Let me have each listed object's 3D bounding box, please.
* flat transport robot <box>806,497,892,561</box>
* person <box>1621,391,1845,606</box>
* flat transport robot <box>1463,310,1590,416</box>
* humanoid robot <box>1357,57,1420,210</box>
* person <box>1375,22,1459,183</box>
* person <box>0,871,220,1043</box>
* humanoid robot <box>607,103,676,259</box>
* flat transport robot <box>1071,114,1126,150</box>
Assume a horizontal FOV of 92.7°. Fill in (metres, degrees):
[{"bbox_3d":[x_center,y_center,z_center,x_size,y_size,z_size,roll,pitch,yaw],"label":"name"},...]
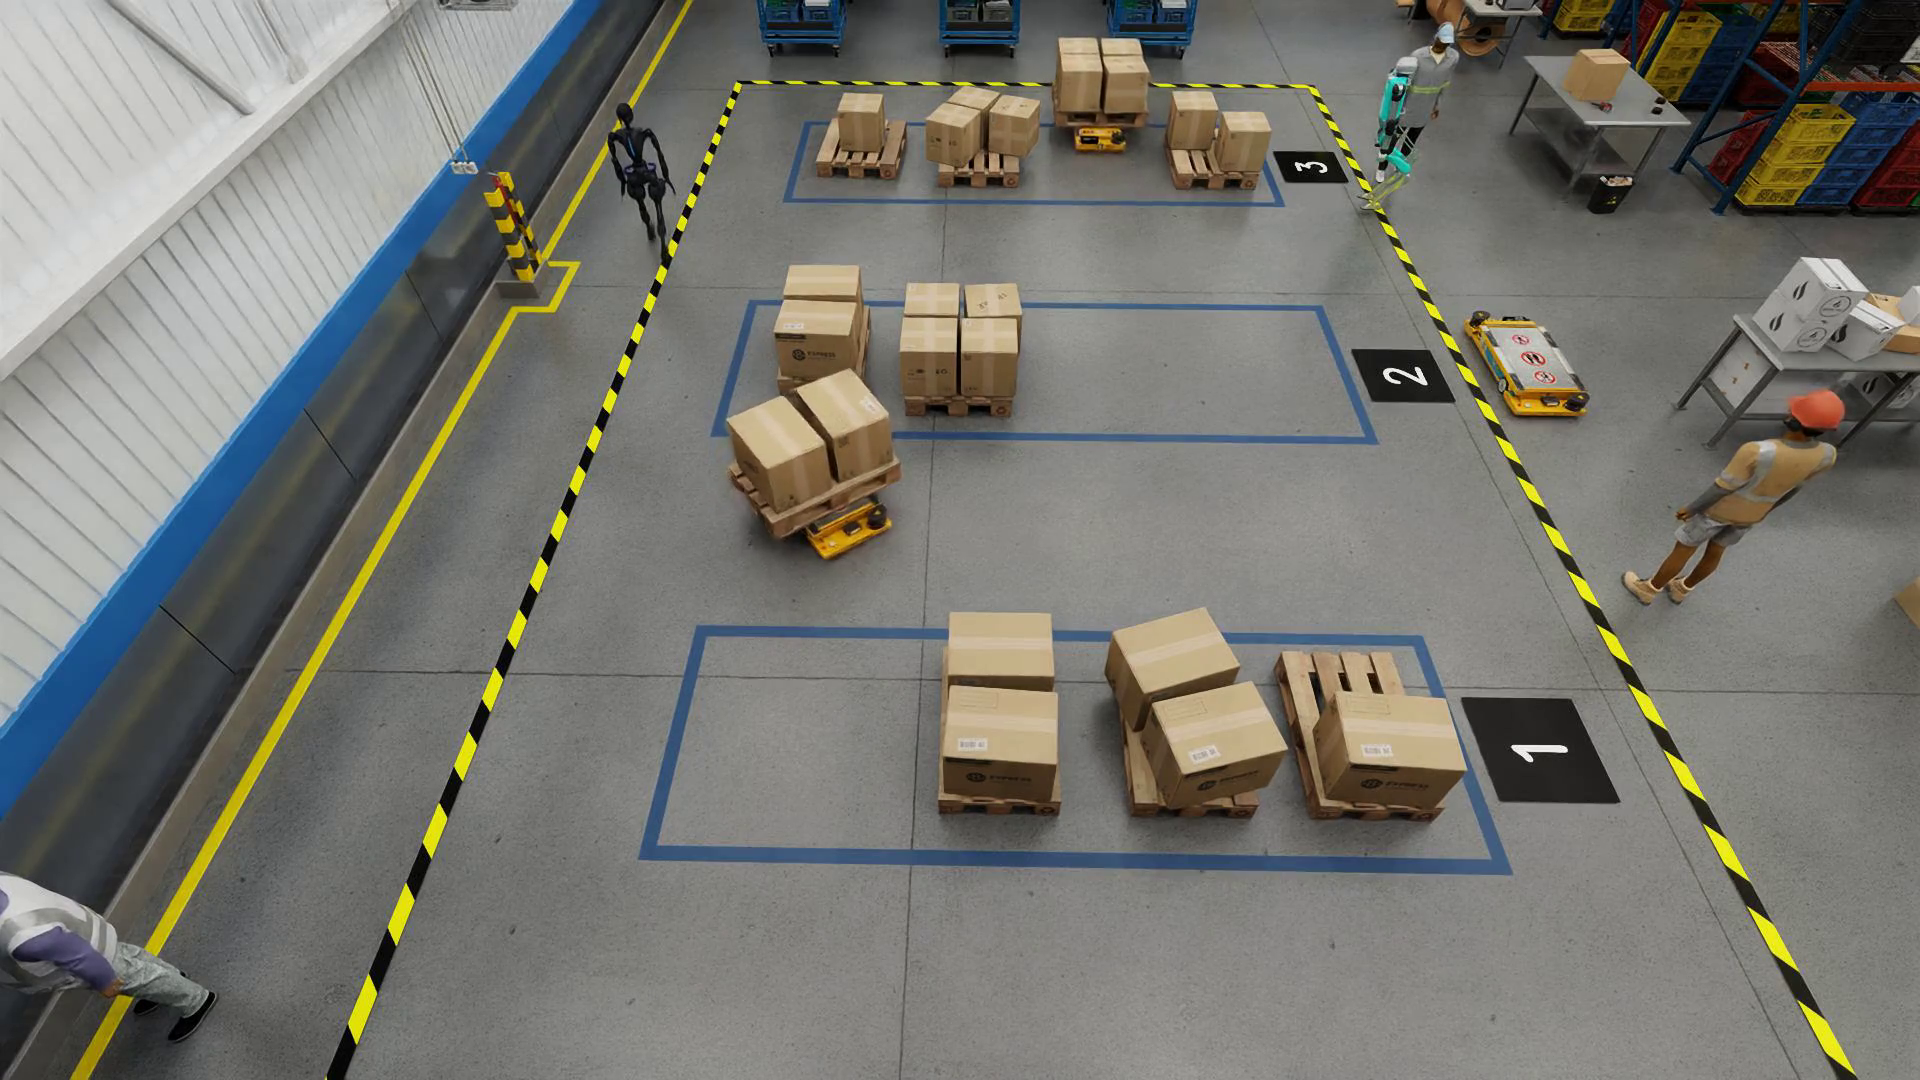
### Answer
[{"bbox_3d":[-1.245,-0.466,7.918,0.652,0.197,1.431,-28,55,-22],"label":"flat transport robot"},{"bbox_3d":[5.533,-0.250,6.575,0.605,2.048,0.366,0,49,0],"label":"person"},{"bbox_3d":[5.573,-1.757,9.054,0.659,0.231,1.431,1,49,1],"label":"flat transport robot"},{"bbox_3d":[5.030,-4.586,10.446,0.735,1.672,0.533,10,50,8],"label":"humanoid robot"},{"bbox_3d":[5.498,-5.208,10.994,0.598,1.850,0.387,-1,49,-1],"label":"person"},{"bbox_3d":[-4.526,2.116,4.664,0.591,1.837,0.404,22,53,18],"label":"person"},{"bbox_3d":[-3.461,-3.984,10.064,0.589,1.632,0.706,-8,50,-7],"label":"humanoid robot"},{"bbox_3d":[1.862,-5.743,12.486,0.652,0.197,1.431,1,49,1],"label":"flat transport robot"}]
